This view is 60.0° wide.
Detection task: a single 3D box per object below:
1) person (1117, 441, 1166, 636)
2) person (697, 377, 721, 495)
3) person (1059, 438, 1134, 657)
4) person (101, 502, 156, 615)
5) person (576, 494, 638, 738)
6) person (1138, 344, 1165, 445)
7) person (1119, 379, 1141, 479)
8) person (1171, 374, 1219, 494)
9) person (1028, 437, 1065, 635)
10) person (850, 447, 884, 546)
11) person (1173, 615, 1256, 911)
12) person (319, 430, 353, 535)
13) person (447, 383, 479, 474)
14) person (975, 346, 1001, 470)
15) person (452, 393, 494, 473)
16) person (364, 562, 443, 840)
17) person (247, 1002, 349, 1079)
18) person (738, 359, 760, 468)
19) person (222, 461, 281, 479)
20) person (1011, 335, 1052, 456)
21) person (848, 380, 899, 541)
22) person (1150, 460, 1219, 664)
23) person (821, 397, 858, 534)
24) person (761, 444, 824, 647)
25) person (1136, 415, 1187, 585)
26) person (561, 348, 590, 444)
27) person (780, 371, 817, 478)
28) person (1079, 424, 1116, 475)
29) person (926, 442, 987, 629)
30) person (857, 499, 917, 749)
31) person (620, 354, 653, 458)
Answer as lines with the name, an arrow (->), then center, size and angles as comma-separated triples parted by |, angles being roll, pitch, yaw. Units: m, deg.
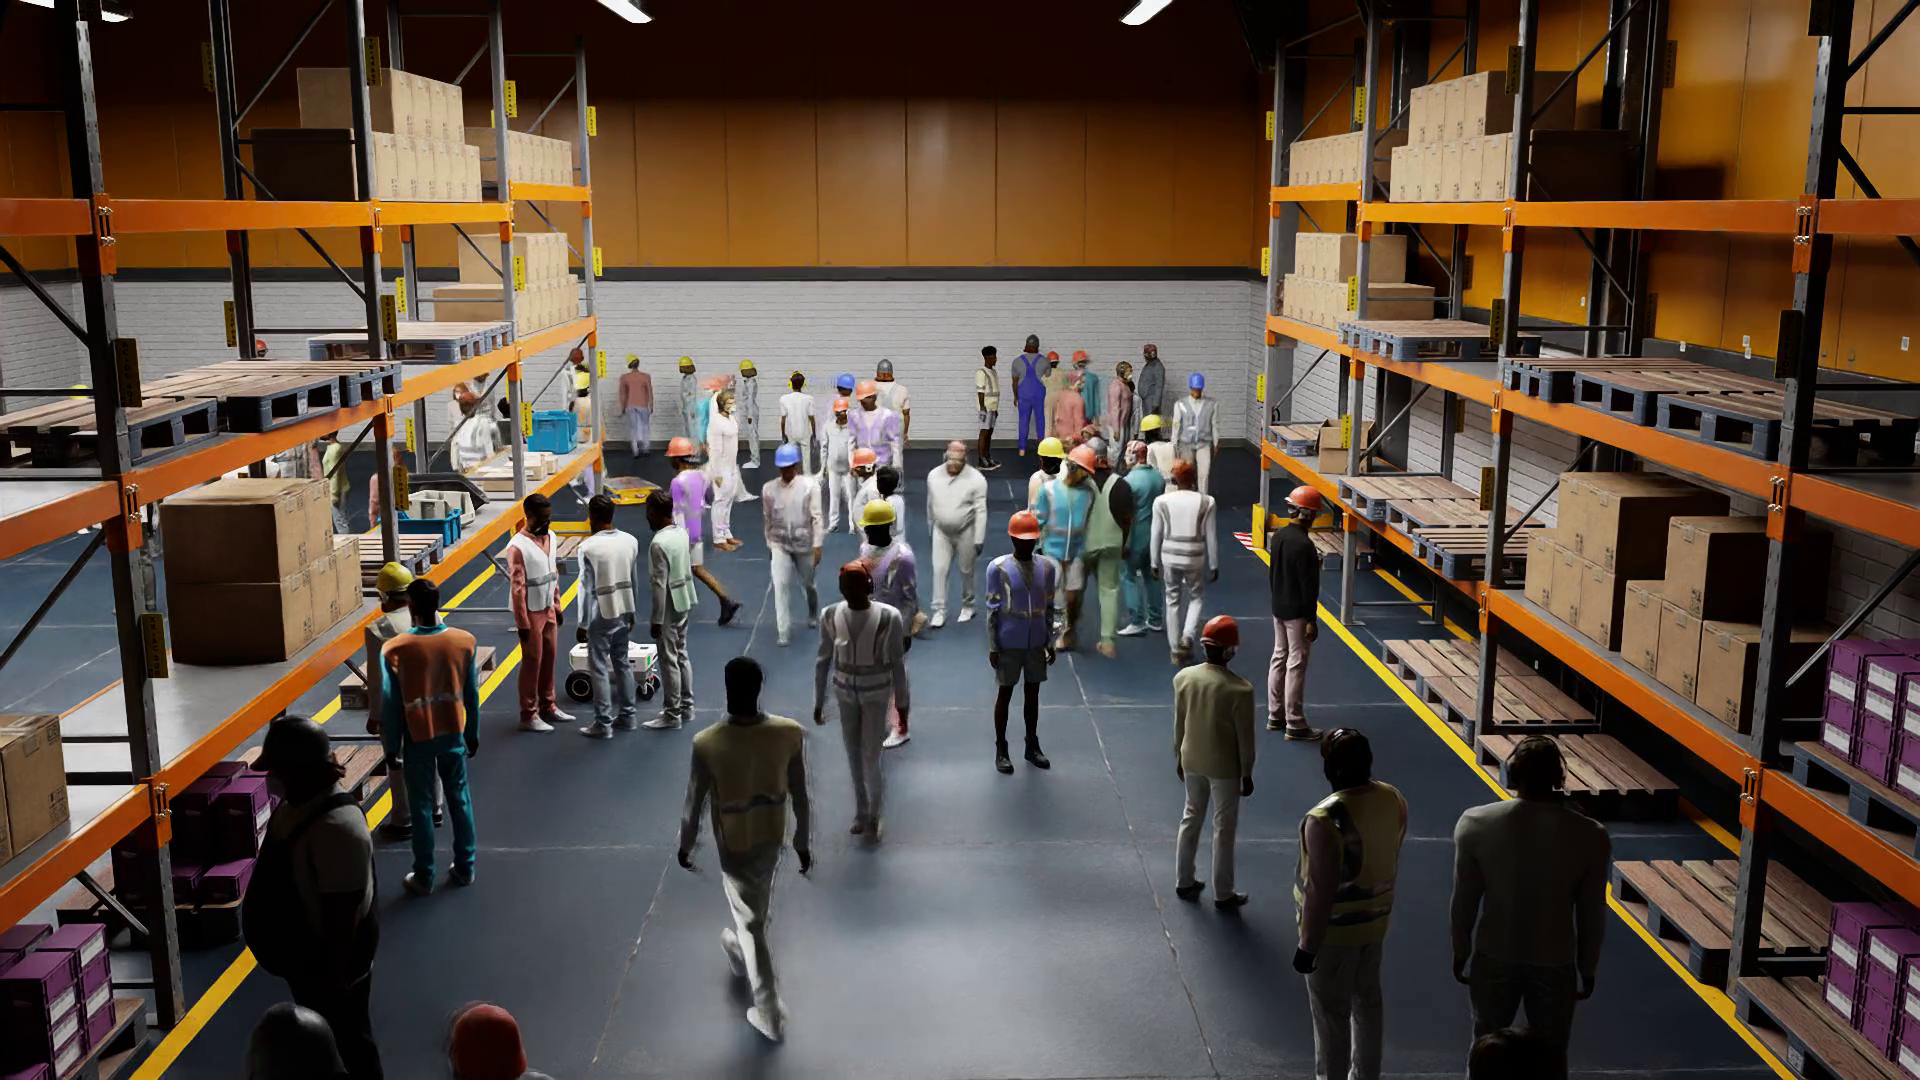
person -> 1.761, -0.017, 16.144 | 0.457, 1.882, 0.662 | 9, 14, 39
person -> -3.610, -1.486, 23.886 | 0.671, 1.730, 0.576 | 5, 12, 24
person -> 1.233, 0.012, 15.573 | 0.718, 2.000, 0.987 | -2, 11, -10
person -> -8.430, -0.144, 16.846 | 0.390, 1.846, 0.564 | 7, 13, 33
person -> -2.742, 0.590, 13.024 | 0.404, 1.906, 0.598 | 7, 13, 31
person -> 3.127, -2.280, 27.412 | 0.406, 1.906, 0.638 | -3, 12, -13
person -> 2.434, -1.604, 24.456 | 0.324, 1.731, 0.492 | -9, 15, -40
person -> 3.143, -1.251, 22.226 | 0.652, 1.905, 0.935 | 1, 11, 6
person -> 0.850, -0.044, 16.140 | 0.383, 1.925, 0.593 | 4, 12, 18
person -> -0.931, -0.064, 16.682 | 0.330, 1.748, 0.560 | -2, 11, -11
person -> 1.515, 1.303, 9.859 | 0.353, 1.743, 0.565 | -11, 16, -43
person -> -7.192, -0.554, 19.131 | 0.339, 1.761, 0.524 | -3, 12, -16
person -> -7.176, -1.458, 23.993 | 0.521, 1.612, 0.537 | 1, 11, 6
person -> 0.450, -2.101, 26.353 | 0.361, 1.965, 0.613 | 4, 12, 20
person -> -6.119, -0.930, 20.833 | 0.594, 1.828, 1.007 | 9, 14, 37
person -> -3.653, 1.047, 10.904 | 0.404, 1.830, 0.603 | 7, 13, 31
person -> -1.725, 2.214, 4.528 | 0.688, 2.000, 0.870 | -4, 12, -20
person -> -3.359, -2.010, 26.488 | 0.323, 1.737, 0.484 | -1, 11, -5
person -> -7.190, -0.166, 16.975 | 0.561, 1.838, 0.392 | -6, 13, -29
person -> 1.212, -2.423, 27.783 | 0.674, 2.000, 0.536 | 2, 11, 9
person -> -1.078, -0.963, 20.534 | 0.635, 2.021, 0.475 | 3, 12, 13
person -> 2.028, 0.203, 15.047 | 0.636, 1.864, 0.429 | 2, 12, 12
person -> -1.496, -0.947, 21.100 | 0.571, 1.751, 0.329 | 2, 12, 11
person -> -1.583, 0.010, 15.895 | 0.612, 1.923, 0.806 | 1, 11, 5
person -> 2.231, -0.441, 18.346 | 0.605, 1.853, 1.082 | -7, 13, -32
person -> -6.173, -2.172, 26.934 | 0.584, 1.879, 0.359 | -7, 13, -30
person -> -2.232, -1.406, 23.107 | 0.508, 1.875, 0.329 | 1, 11, 6
person -> 1.542, -0.547, 19.400 | 0.604, 1.624, 0.334 | 0, 11, 0
person -> -0.054, -0.048, 16.341 | 0.668, 1.859, 0.936 | 4, 12, 17
person -> -0.590, 0.633, 12.749 | 0.594, 1.922, 0.371 | 11, 16, 44
person -> -5.331, -2.223, 27.531 | 0.551, 1.732, 0.562 | 0, 11, -1
